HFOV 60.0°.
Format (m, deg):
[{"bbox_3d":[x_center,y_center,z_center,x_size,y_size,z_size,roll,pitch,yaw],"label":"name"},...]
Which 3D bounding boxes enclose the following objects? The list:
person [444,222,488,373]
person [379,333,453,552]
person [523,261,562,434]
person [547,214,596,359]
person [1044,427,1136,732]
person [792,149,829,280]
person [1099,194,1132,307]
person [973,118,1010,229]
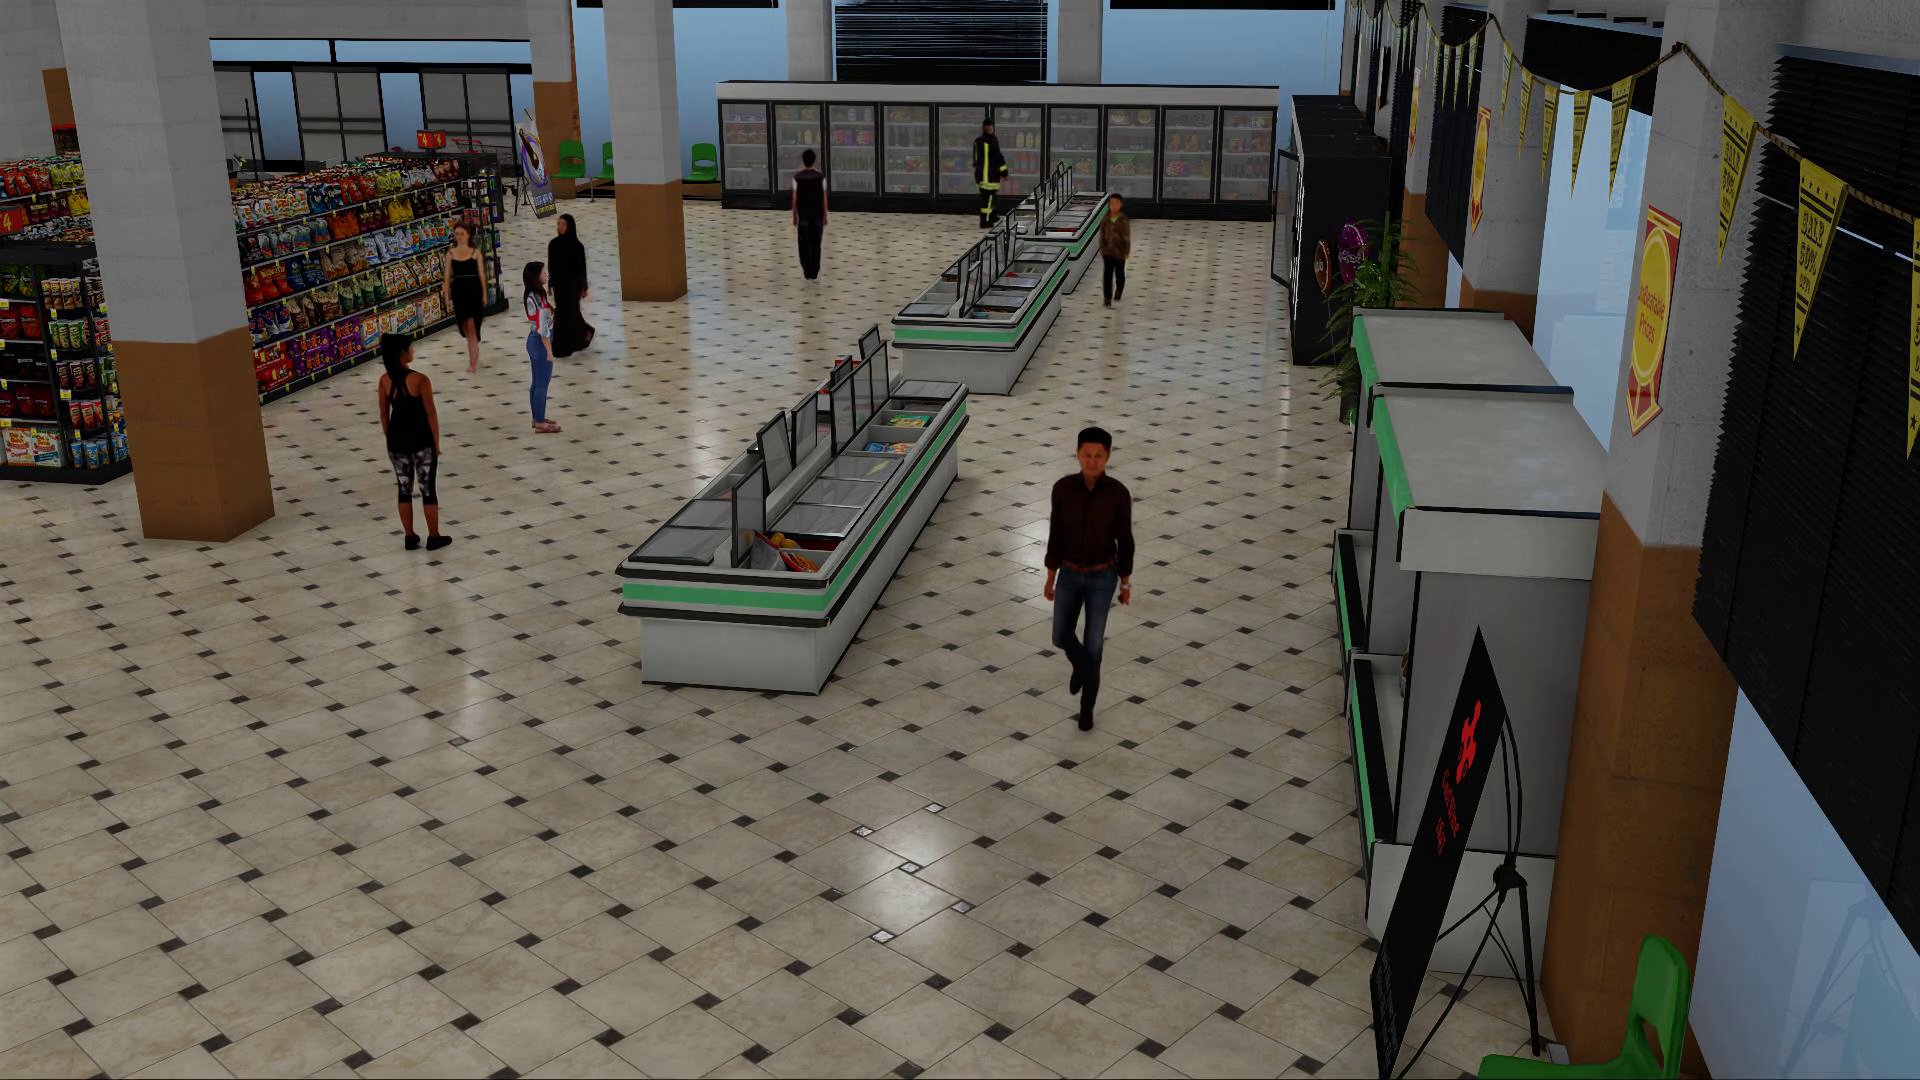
[{"bbox_3d":[-5.401,-2.673,18.286,0.787,1.587,1.148,-2,19,-5],"label":"person"},{"bbox_3d":[-4.107,-0.740,12.435,0.572,1.663,0.503,3,19,8],"label":"person"},{"bbox_3d":[-3.988,-1.834,15.762,0.724,1.610,0.621,-8,20,-22],"label":"person"},{"bbox_3d":[-4.434,-2.906,18.964,0.759,1.596,1.148,8,20,23],"label":"person"},{"bbox_3d":[0.737,0.192,9.512,0.681,1.765,0.786,5,19,13],"label":"person"},{"bbox_3d":[-2.112,-4.559,23.500,0.827,1.830,1.069,-2,19,-6],"label":"person"},{"bbox_3d":[2.049,-3.829,21.950,0.564,1.437,0.936,3,19,10],"label":"person"},{"bbox_3d":[0.435,-6.294,28.619,1.087,1.847,1.023,-14,23,-36],"label":"person"}]
